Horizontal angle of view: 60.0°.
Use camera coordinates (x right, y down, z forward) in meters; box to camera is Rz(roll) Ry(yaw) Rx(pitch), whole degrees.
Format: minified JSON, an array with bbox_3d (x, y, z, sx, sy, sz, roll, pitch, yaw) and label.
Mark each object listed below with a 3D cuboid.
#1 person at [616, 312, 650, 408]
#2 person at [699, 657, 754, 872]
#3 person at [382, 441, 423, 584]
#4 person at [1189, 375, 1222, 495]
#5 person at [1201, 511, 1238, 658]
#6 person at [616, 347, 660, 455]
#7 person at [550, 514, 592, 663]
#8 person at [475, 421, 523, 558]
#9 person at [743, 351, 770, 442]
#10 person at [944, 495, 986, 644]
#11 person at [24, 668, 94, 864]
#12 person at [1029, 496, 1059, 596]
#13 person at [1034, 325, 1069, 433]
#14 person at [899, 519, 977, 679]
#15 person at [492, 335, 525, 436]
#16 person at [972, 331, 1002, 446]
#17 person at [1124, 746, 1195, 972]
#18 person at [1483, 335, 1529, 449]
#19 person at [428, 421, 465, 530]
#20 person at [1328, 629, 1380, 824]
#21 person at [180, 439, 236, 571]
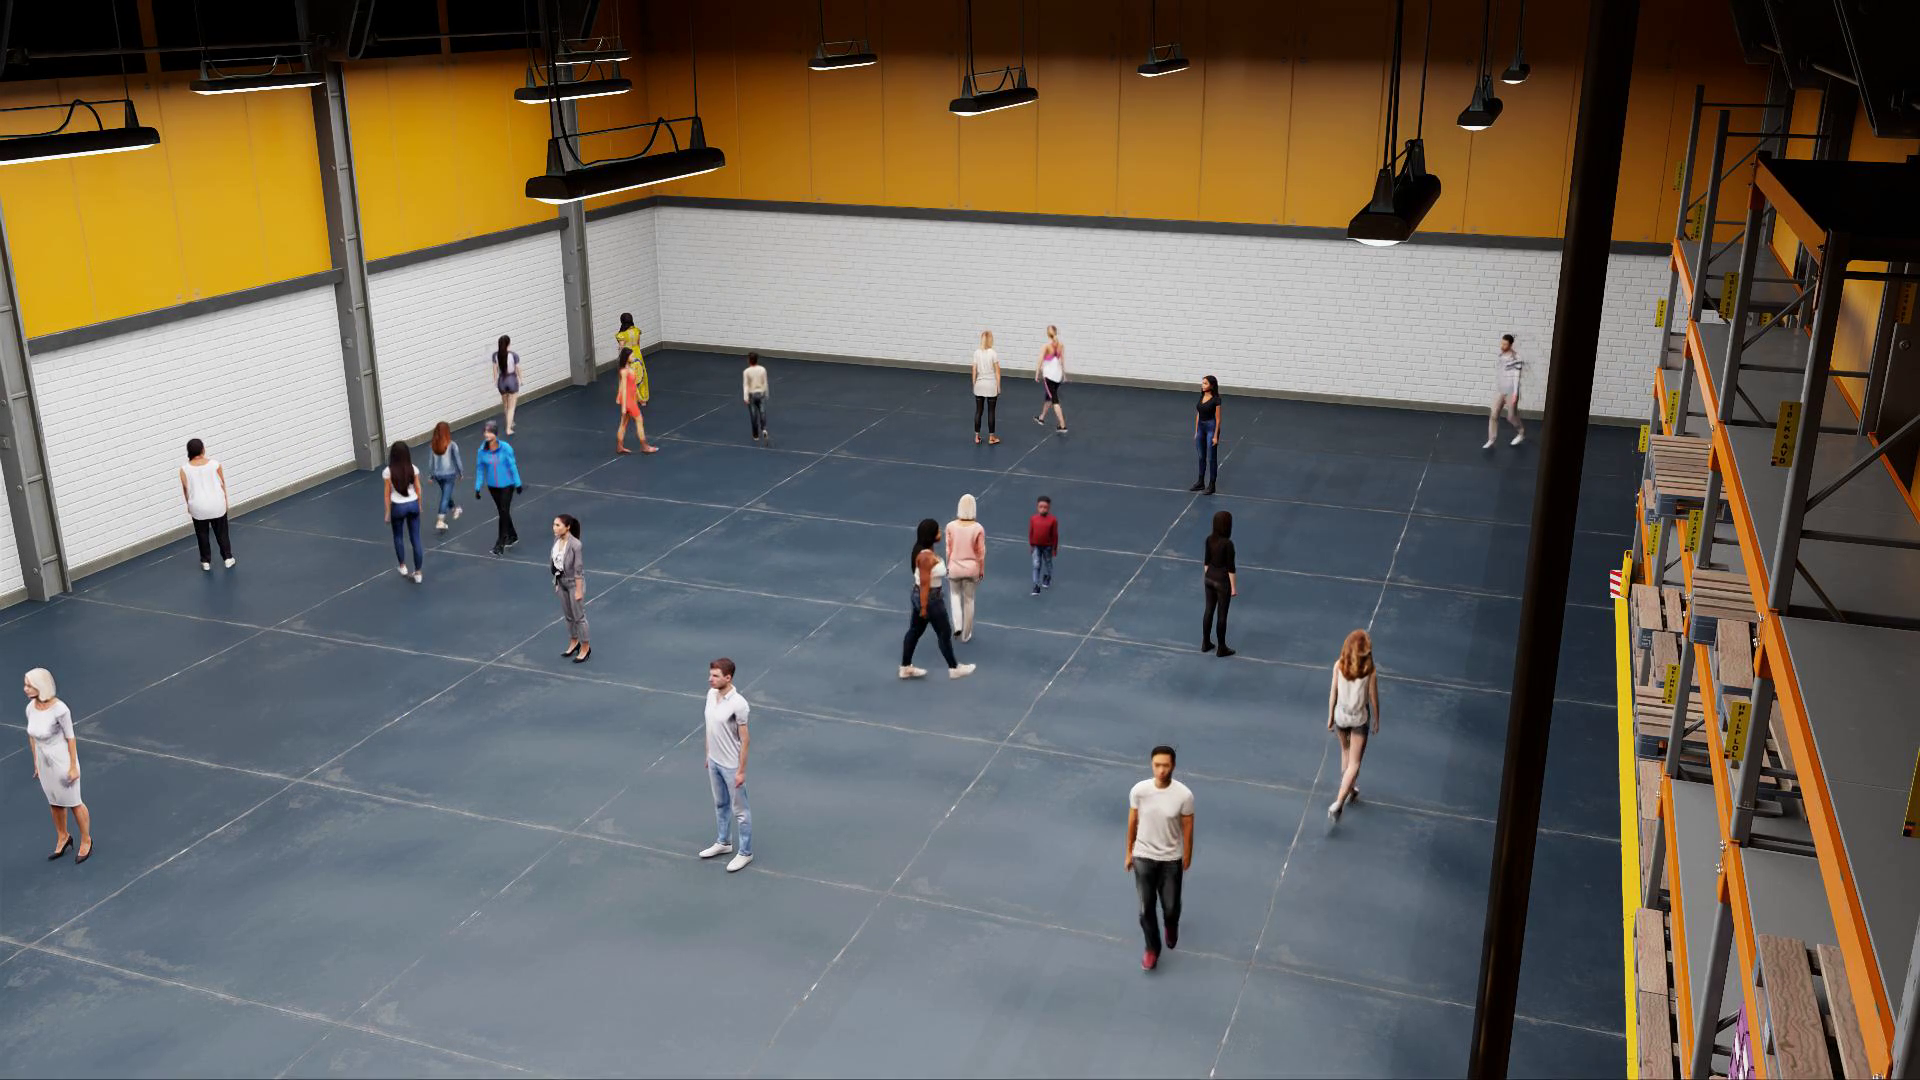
[{"bbox_3d":[-5.756,-3.153,29.006,1.006,1.661,0.843,14,23,35],"label":"person"},{"bbox_3d":[-1.936,1.841,13.878,0.719,1.852,0.691,17,25,42],"label":"person"},{"bbox_3d":[-6.797,-0.315,20.438,0.920,1.751,0.968,-10,21,-28],"label":"person"},{"bbox_3d":[3.593,-1.542,24.099,0.673,1.739,0.654,-15,24,-37],"label":"person"},{"bbox_3d":[2.839,0.469,18.282,0.647,1.642,0.643,-16,24,-39],"label":"person"},{"bbox_3d":[-5.267,-2.149,25.973,0.896,1.694,0.931,-3,19,-9],"label":"person"},{"bbox_3d":[-4.225,0.510,18.107,0.684,1.675,0.686,15,24,38],"label":"person"},{"bbox_3d":[-5.910,-0.695,21.559,0.741,1.756,1.118,4,19,12],"label":"person"},{"bbox_3d":[-3.260,-2.297,26.782,0.748,1.458,0.812,-7,20,-20],"label":"person"},{"bbox_3d":[0.034,0.351,18.517,0.677,1.715,0.704,2,19,6],"label":"person"},{"bbox_3d":[-7.570,1.873,13.943,0.586,1.749,0.535,4,19,13],"label":"person"},{"bbox_3d":[1.010,0.048,20.212,0.619,1.208,0.932,4,19,11],"label":"person"},{"bbox_3d":[1.556,-2.595,27.236,1.173,1.734,1.157,-11,22,-30],"label":"person"},{"bbox_3d":[-0.452,0.656,17.518,1.021,1.774,1.075,-4,19,-10],"label":"person"},{"bbox_3d":[-7.405,-2.506,27.139,0.719,1.626,0.899,2,19,7],"label":"person"},{"bbox_3d":[0.419,-2.441,26.633,0.620,1.826,0.527,6,20,18],"label":"person"},{"bbox_3d":[1.505,2.338,12.495,0.670,1.792,0.758,5,19,14],"label":"person"},{"bbox_3d":[8.727,-2.350,26.361,1.174,1.826,1.050,-10,21,-27],"label":"person"},{"bbox_3d":[-6.995,-0.836,22.480,0.691,1.435,1.087,4,19,10],"label":"person"},{"bbox_3d":[3.421,1.658,14.612,0.710,1.730,1.126,11,21,28],"label":"person"},{"bbox_3d":[-9.502,-0.463,20.974,0.764,1.689,0.812,-7,20,-19],"label":"person"}]
